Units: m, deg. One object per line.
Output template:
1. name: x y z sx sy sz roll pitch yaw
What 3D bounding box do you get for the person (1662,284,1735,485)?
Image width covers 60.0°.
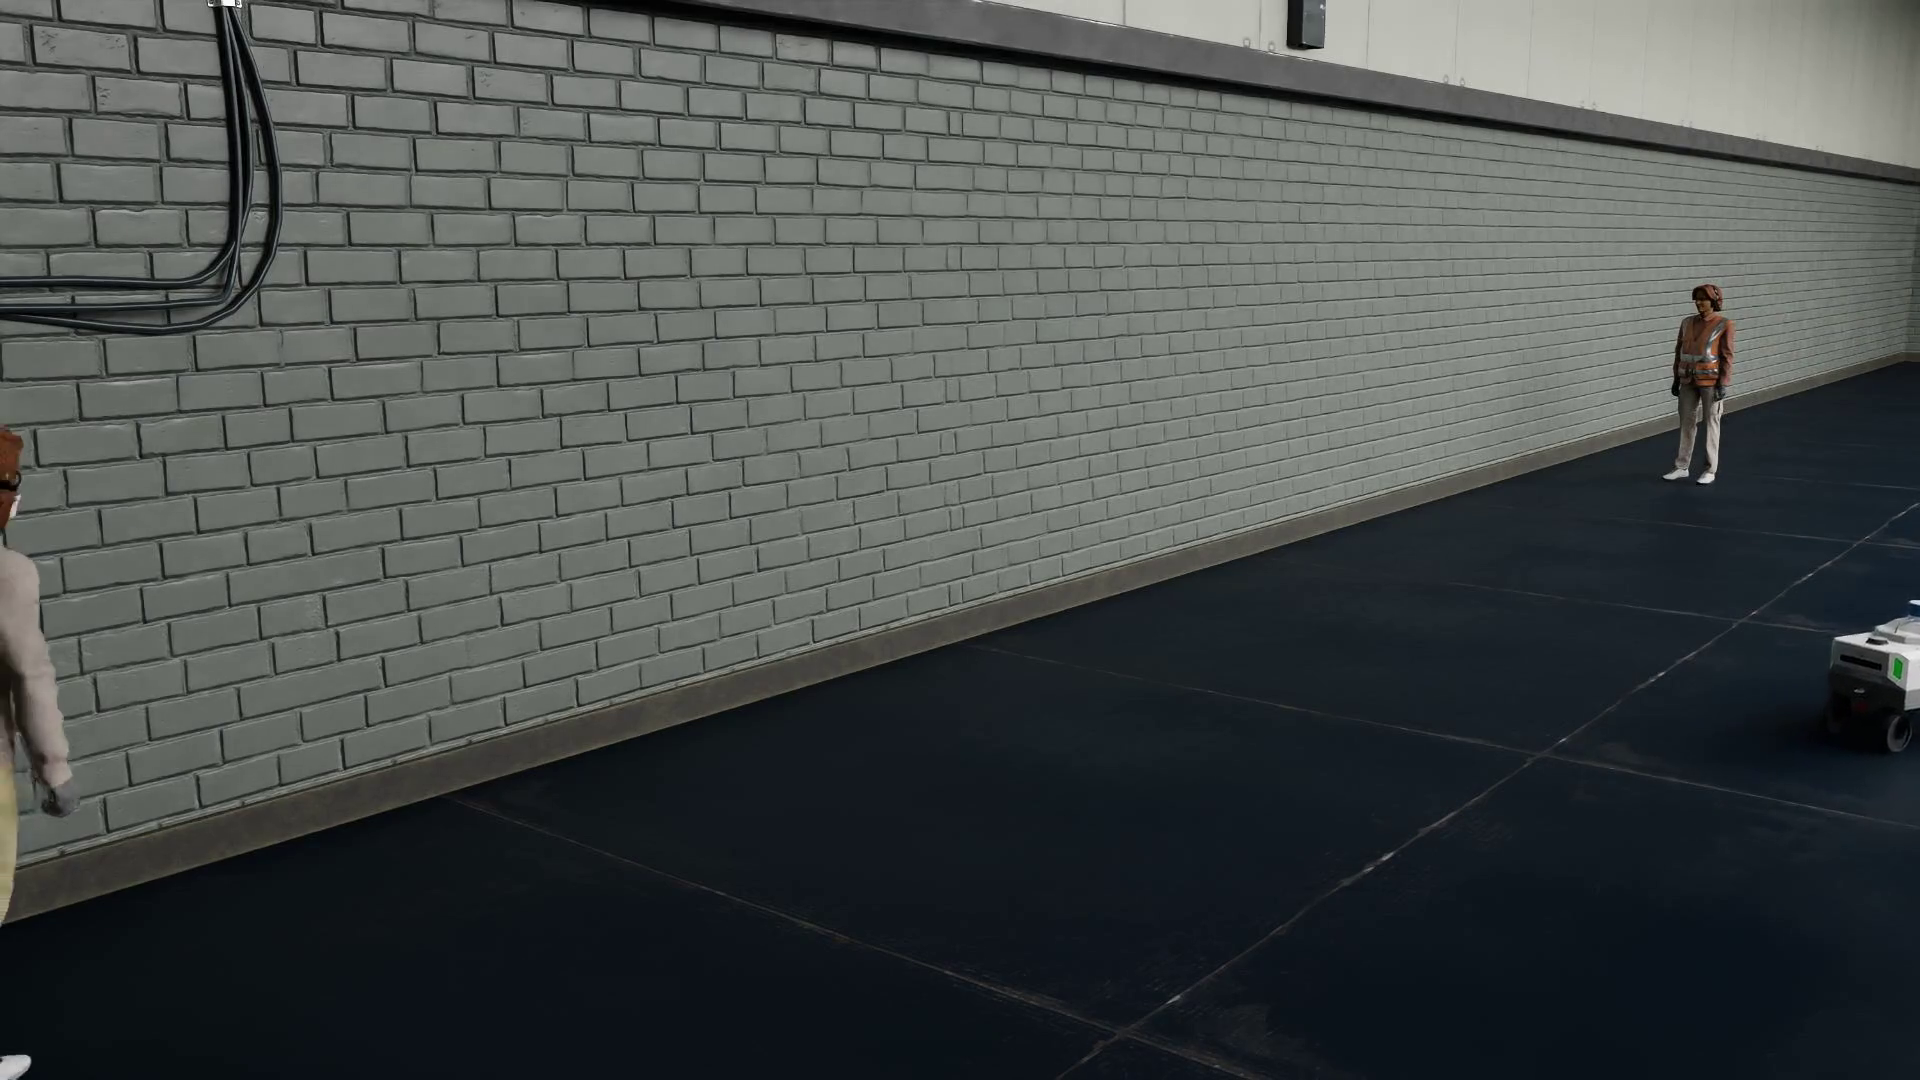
1. person: 6.125 -1.287 13.749 0.311 1.642 0.514 -6 12 -31

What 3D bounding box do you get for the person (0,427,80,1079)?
1. person: -2.352 0.515 3.879 0.579 1.595 0.373 2 11 13

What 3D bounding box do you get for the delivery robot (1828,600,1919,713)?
1. delivery robot: 3.902 0.489 6.777 0.707 0.478 0.477 -5 11 -25
